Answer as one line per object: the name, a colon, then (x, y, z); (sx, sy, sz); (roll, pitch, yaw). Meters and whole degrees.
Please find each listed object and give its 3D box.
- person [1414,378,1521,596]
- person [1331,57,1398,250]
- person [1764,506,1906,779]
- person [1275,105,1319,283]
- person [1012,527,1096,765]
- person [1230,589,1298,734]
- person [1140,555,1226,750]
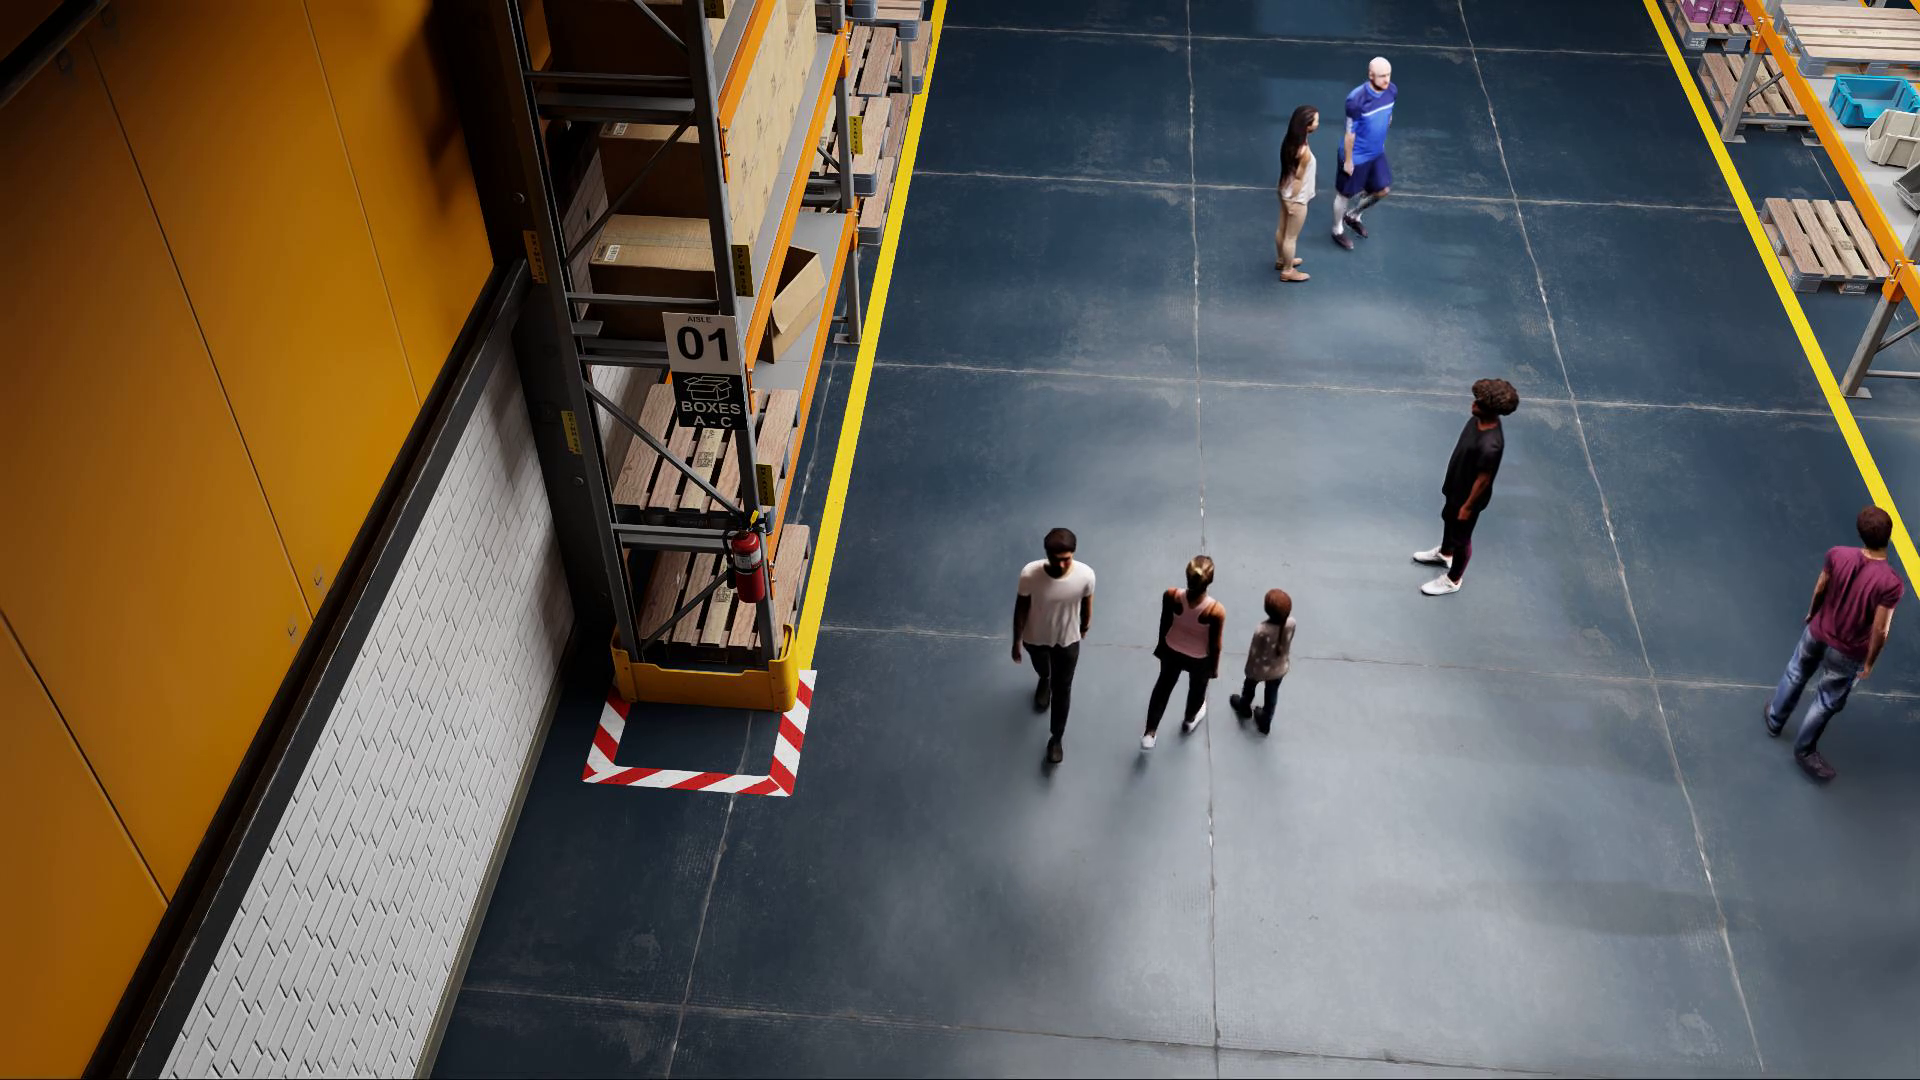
person: (3.461, -0.380, 11.310); (0.671, 1.784, 0.512); (2, 44, 2)
person: (3.440, -3.395, 14.443); (0.822, 1.828, 0.853); (-23, 48, -22)
person: (5.406, 0.649, 10.201); (0.970, 1.823, 0.779); (-12, 45, -12)
person: (2.811, -2.931, 14.083); (0.672, 1.653, 0.621); (-26, 49, -24)
person: (0.574, 0.511, 10.448); (0.659, 1.682, 1.061); (5, 44, 6)
person: (1.972, 0.804, 10.500); (0.585, 1.187, 0.653); (-11, 45, -11)
person: (1.378, 0.733, 10.250); (0.802, 1.635, 0.990); (20, 47, 20)
